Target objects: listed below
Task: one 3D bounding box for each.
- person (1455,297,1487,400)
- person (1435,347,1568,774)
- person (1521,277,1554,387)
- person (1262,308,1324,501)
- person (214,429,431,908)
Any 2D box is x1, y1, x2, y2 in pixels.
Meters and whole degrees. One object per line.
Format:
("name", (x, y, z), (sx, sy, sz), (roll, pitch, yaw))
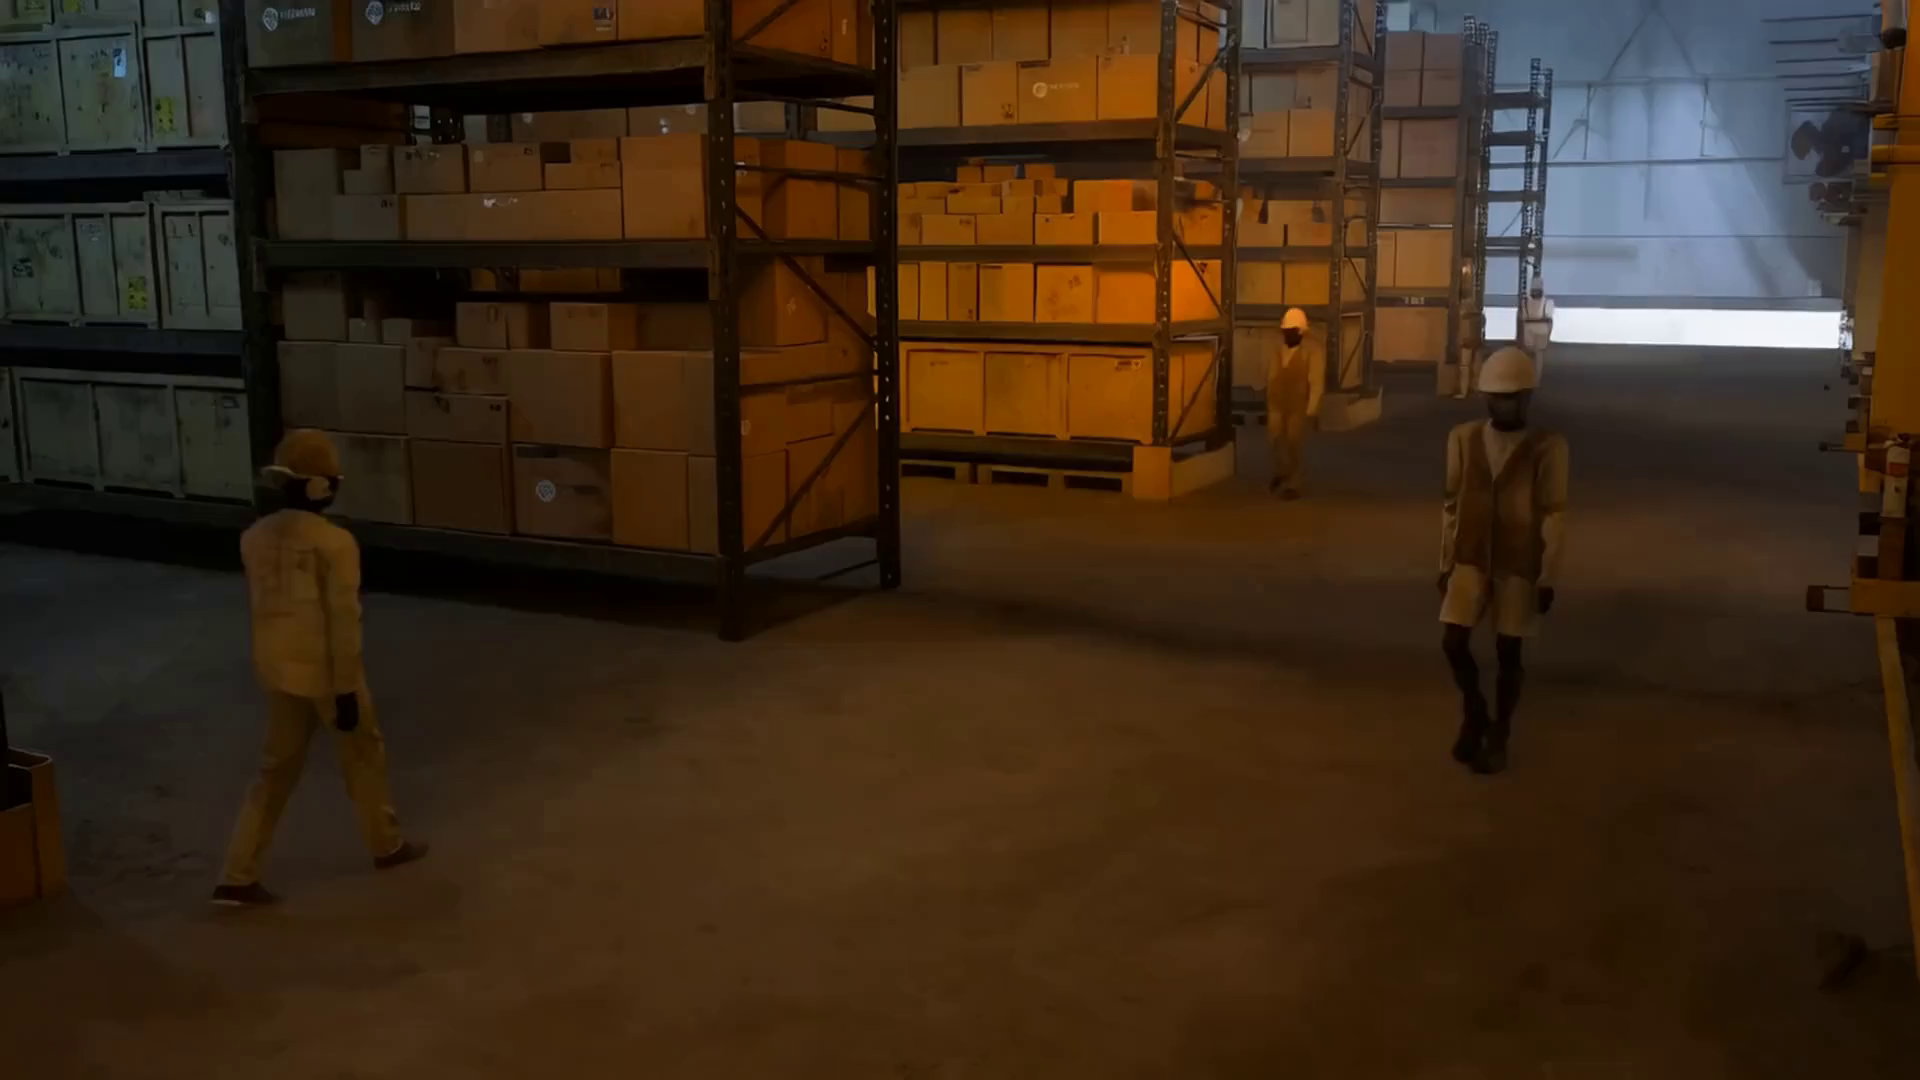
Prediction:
("person", (8.158, -3.048, 26.531), (0.530, 1.627, 0.322), (-3, 10, -18))
("person", (2.391, 0.102, 7.425), (0.577, 1.922, 0.404), (7, 12, 35))
("person", (9.986, -3.591, 28.833), (0.556, 1.912, 0.655), (5, 11, 28))
("person", (3.123, -1.275, 15.689), (0.424, 1.818, 0.620), (-9, 13, -43))
("person", (-2.364, 0.455, 6.002), (0.576, 1.712, 0.882), (5, 11, 26))
